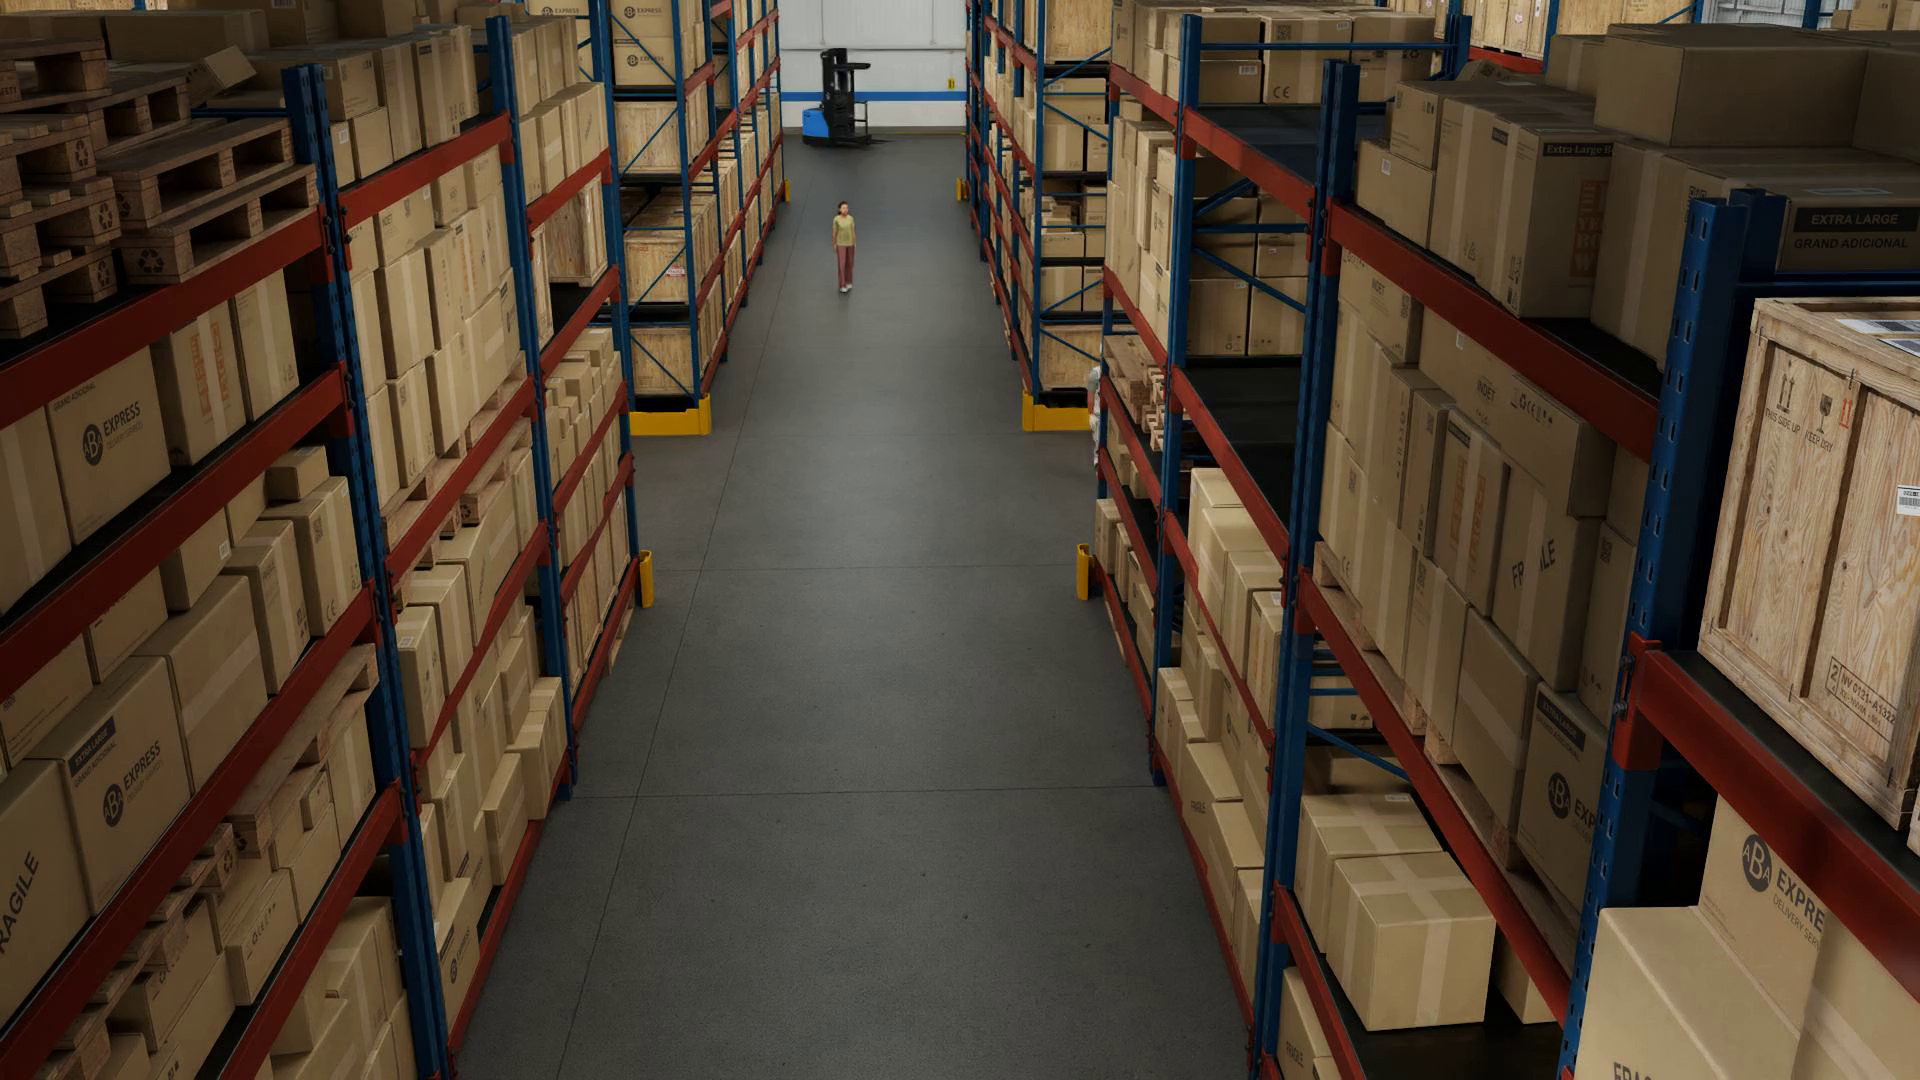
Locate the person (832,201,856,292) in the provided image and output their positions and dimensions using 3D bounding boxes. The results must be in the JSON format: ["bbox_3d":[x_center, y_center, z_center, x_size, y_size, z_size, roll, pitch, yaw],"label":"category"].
[{"bbox_3d":[-2.161,-5.582,31.572,0.437,1.657,0.647,-9,22,-22],"label":"person"}]

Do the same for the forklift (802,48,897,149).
[{"bbox_3d":[-3.421,-13.659,51.439,3.031,2.941,1.121,12,24,30],"label":"forklift"}]

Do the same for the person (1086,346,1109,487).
[{"bbox_3d":[1.820,-1.553,20.563,0.587,1.790,0.516,-12,24,-30],"label":"person"}]
